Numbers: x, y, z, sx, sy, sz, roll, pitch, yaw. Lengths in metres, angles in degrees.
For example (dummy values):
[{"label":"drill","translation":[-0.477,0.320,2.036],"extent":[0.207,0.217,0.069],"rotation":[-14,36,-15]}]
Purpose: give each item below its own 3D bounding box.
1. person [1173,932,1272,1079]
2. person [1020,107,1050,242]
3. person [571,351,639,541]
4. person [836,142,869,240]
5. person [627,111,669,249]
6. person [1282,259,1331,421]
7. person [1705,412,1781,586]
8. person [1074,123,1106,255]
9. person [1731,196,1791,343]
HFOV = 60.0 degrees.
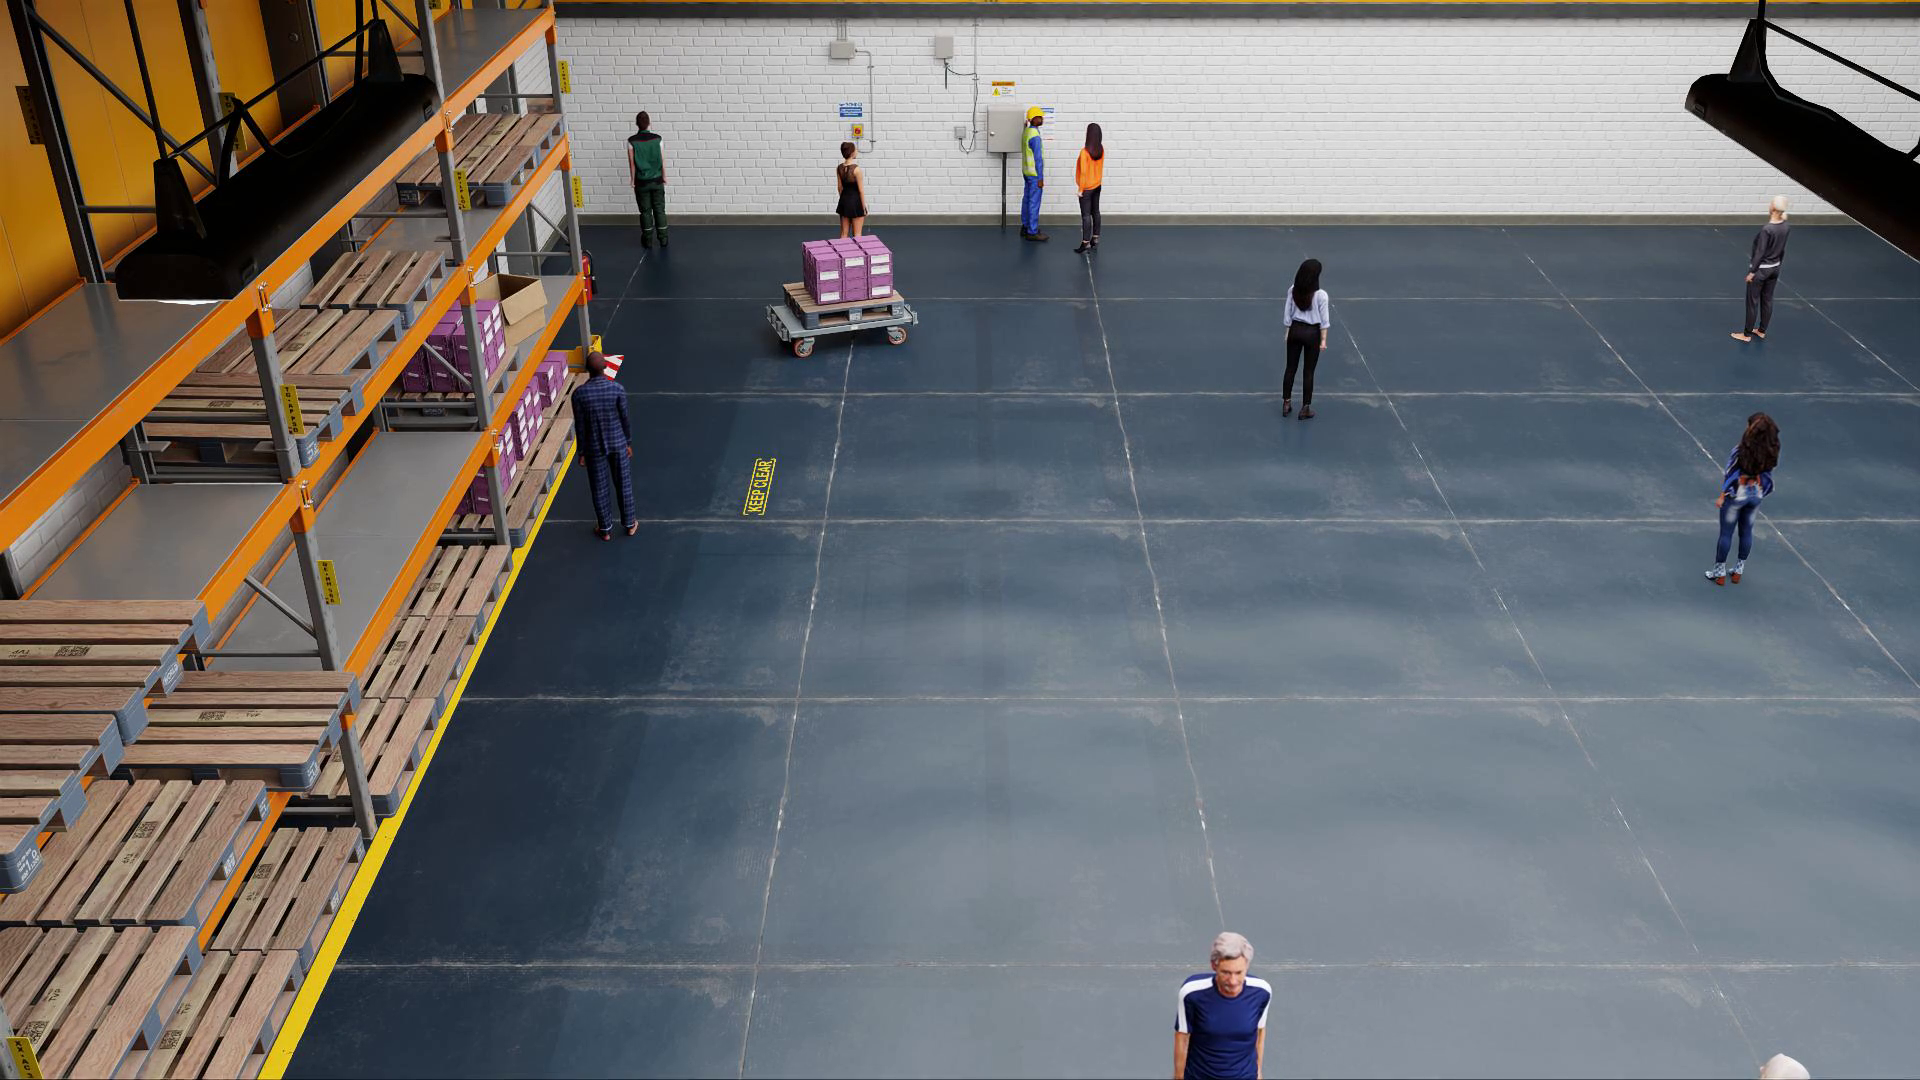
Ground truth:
[{"label":"person","translation":[1.318,2.725,8.522],"extent":[0.657,1.839,0.589],"rotation":[-3,29,-6]},{"label":"person","translation":[1.007,-5.031,22.767],"extent":[0.787,1.813,0.603],"rotation":[-7,29,-13]},{"label":"person","translation":[-3.228,-0.867,15.128],"extent":[0.739,1.818,0.714],"rotation":[-11,30,-19]},{"label":"person","translation":[-1.423,-4.373,21.707],"extent":[0.677,1.674,0.716],"rotation":[18,33,29]},{"label":"person","translation":[-4.208,-4.867,22.438],"extent":[0.714,1.842,0.686],"rotation":[-9,30,-17]},{"label":"person","translation":[3.617,-2.122,17.508],"extent":[0.734,1.743,0.747],"rotation":[18,33,30]},{"label":"person","translation":[6.785,-0.371,14.428],"extent":[0.640,1.618,0.582],"rotation":[-3,29,-6]},{"label":"person","translation":[1.749,-4.719,22.263],"extent":[0.767,1.749,0.686],"rotation":[21,35,33]},{"label":"person","translation":[9.429,-3.188,19.479],"extent":[0.687,1.726,0.668],"rotation":[-13,31,-22]}]
